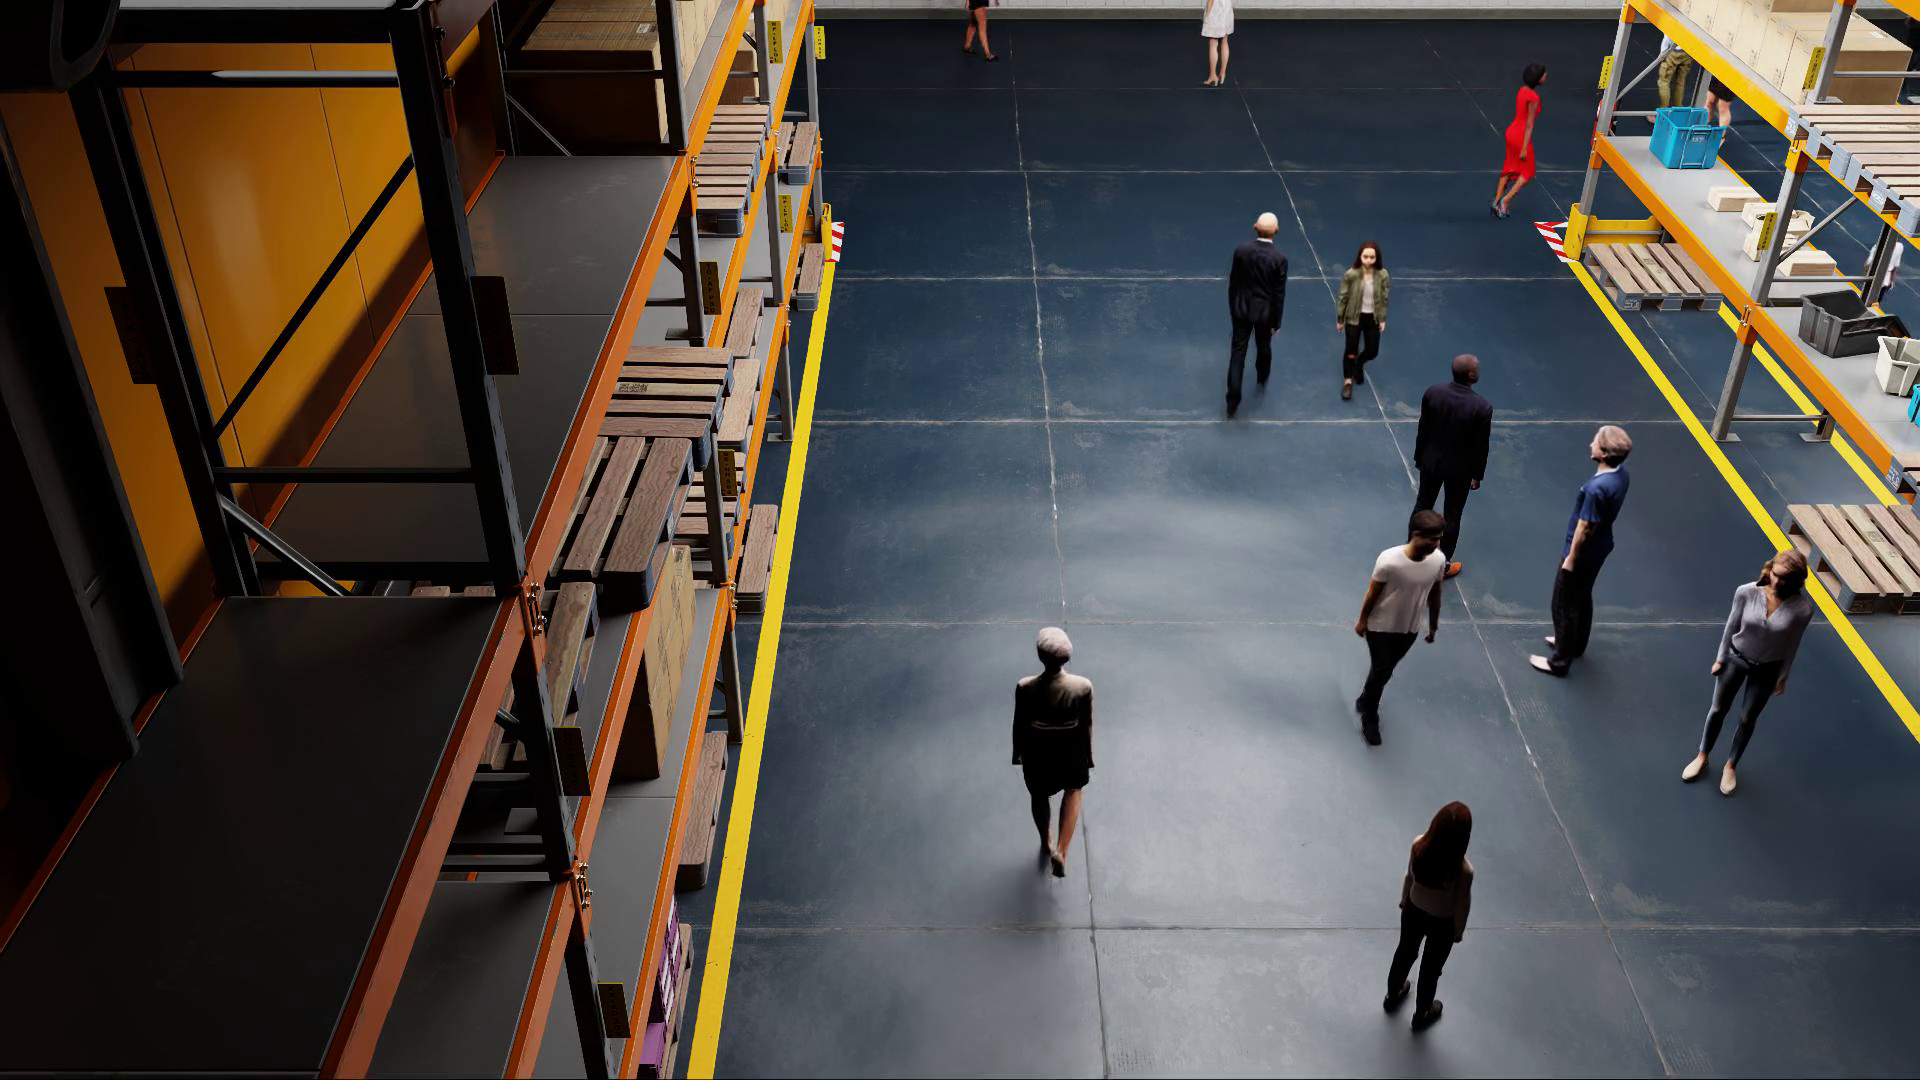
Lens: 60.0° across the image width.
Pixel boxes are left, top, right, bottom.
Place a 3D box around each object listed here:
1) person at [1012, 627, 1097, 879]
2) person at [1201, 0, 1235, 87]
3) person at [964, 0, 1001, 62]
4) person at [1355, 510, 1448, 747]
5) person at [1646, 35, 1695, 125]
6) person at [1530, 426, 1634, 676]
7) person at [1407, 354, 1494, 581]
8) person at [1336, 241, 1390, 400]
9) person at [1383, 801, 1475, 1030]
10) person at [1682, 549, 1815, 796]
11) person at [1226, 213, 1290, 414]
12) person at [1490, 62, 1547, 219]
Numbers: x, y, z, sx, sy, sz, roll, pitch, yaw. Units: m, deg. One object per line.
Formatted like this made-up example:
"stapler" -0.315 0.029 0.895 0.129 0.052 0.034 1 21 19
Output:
"person" 0.549 1.287 9.624 0.652 1.742 0.802 1 34 2
"person" 3.399 -6.887 21.894 0.773 1.773 0.810 -20 39 -28
"person" 0.187 -7.468 22.880 0.958 1.649 0.961 21 39 28
"person" 2.820 0.477 10.885 0.735 1.696 0.789 -5 34 -8
"person" 8.934 -6.057 20.613 0.754 1.808 0.675 -6 34 -9
"person" 4.288 0.070 11.346 0.793 1.863 0.694 23 40 30
"person" 3.598 -0.543 12.311 0.785 1.817 0.819 24 41 32
"person" 3.569 -1.983 14.792 0.626 1.468 0.652 3 34 4
"person" 2.487 1.988 8.805 0.656 1.482 0.594 -29 43 -36
"person" 4.908 0.793 10.321 0.667 1.794 0.689 21 39 28
"person" 2.526 -1.932 14.455 0.984 1.756 1.260 12 35 17
"person" 5.979 -4.300 18.043 0.687 1.728 0.579 -3 34 -4
